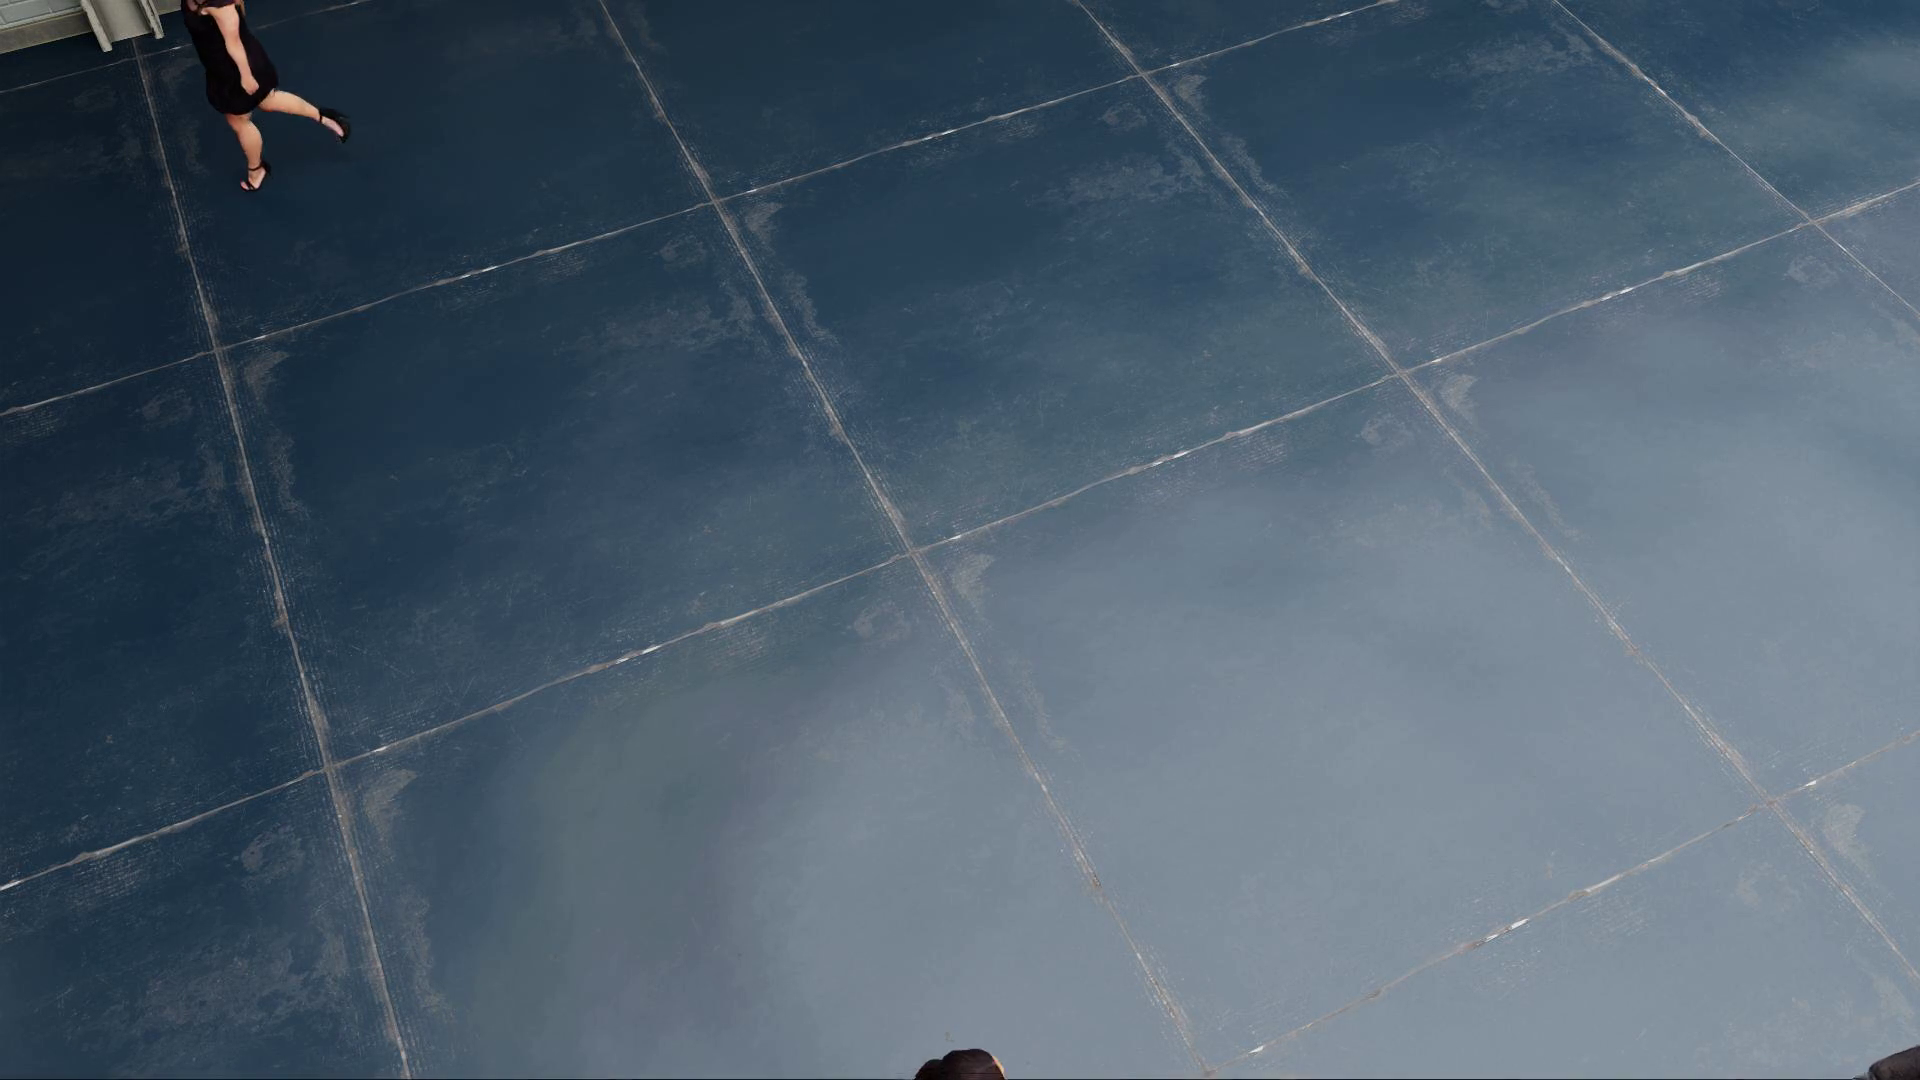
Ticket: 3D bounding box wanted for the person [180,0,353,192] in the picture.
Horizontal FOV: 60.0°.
[{"bbox_3d":[-4.119,-2.784,9.704,0.981,1.691,0.662,-19,55,-14],"label":"person"}]
